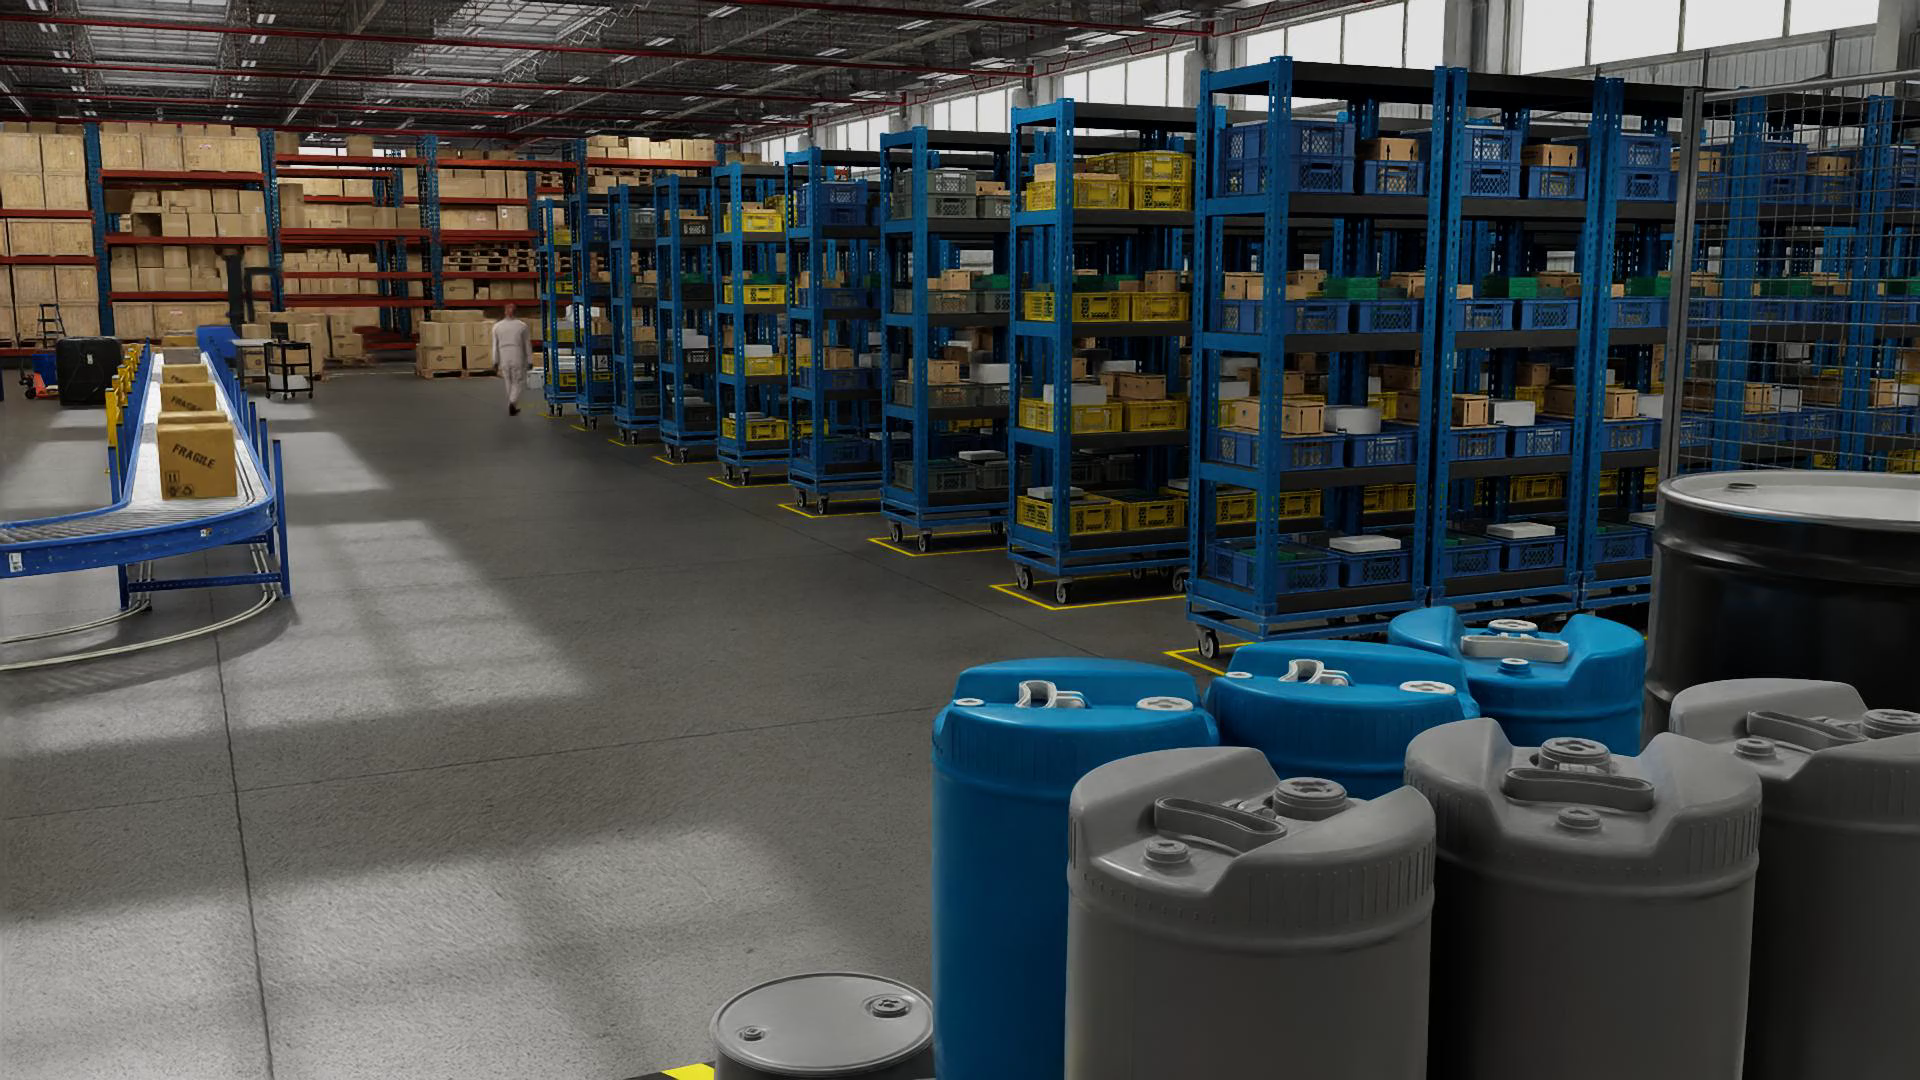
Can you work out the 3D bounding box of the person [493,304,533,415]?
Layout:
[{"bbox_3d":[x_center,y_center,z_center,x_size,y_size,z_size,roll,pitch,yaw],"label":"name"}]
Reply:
[{"bbox_3d":[-7.585,-3.053,28.149,0.656,1.877,0.809,1,9,5],"label":"person"}]

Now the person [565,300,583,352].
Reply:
[{"bbox_3d":[-9.335,-5.063,40.383,0.602,1.948,0.387,4,10,25],"label":"person"}]

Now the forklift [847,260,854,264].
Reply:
[{"bbox_3d":[-3.824,-8.203,56.981,1.129,2.768,1.873,-4,10,-25],"label":"forklift"}]

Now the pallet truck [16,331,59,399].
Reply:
[{"bbox_3d":[-17.082,-3.353,31.781,1.630,1.274,0.653,-4,10,-25],"label":"pallet truck"}]

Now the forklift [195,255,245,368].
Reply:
[{"bbox_3d":[-17.802,-5.606,40.867,1.873,2.768,1.129,-4,10,-25],"label":"forklift"}]

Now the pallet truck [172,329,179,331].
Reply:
[{"bbox_3d":[-17.275,-3.851,35.096,1.601,1.201,0.680,0,9,1],"label":"pallet truck"}]
